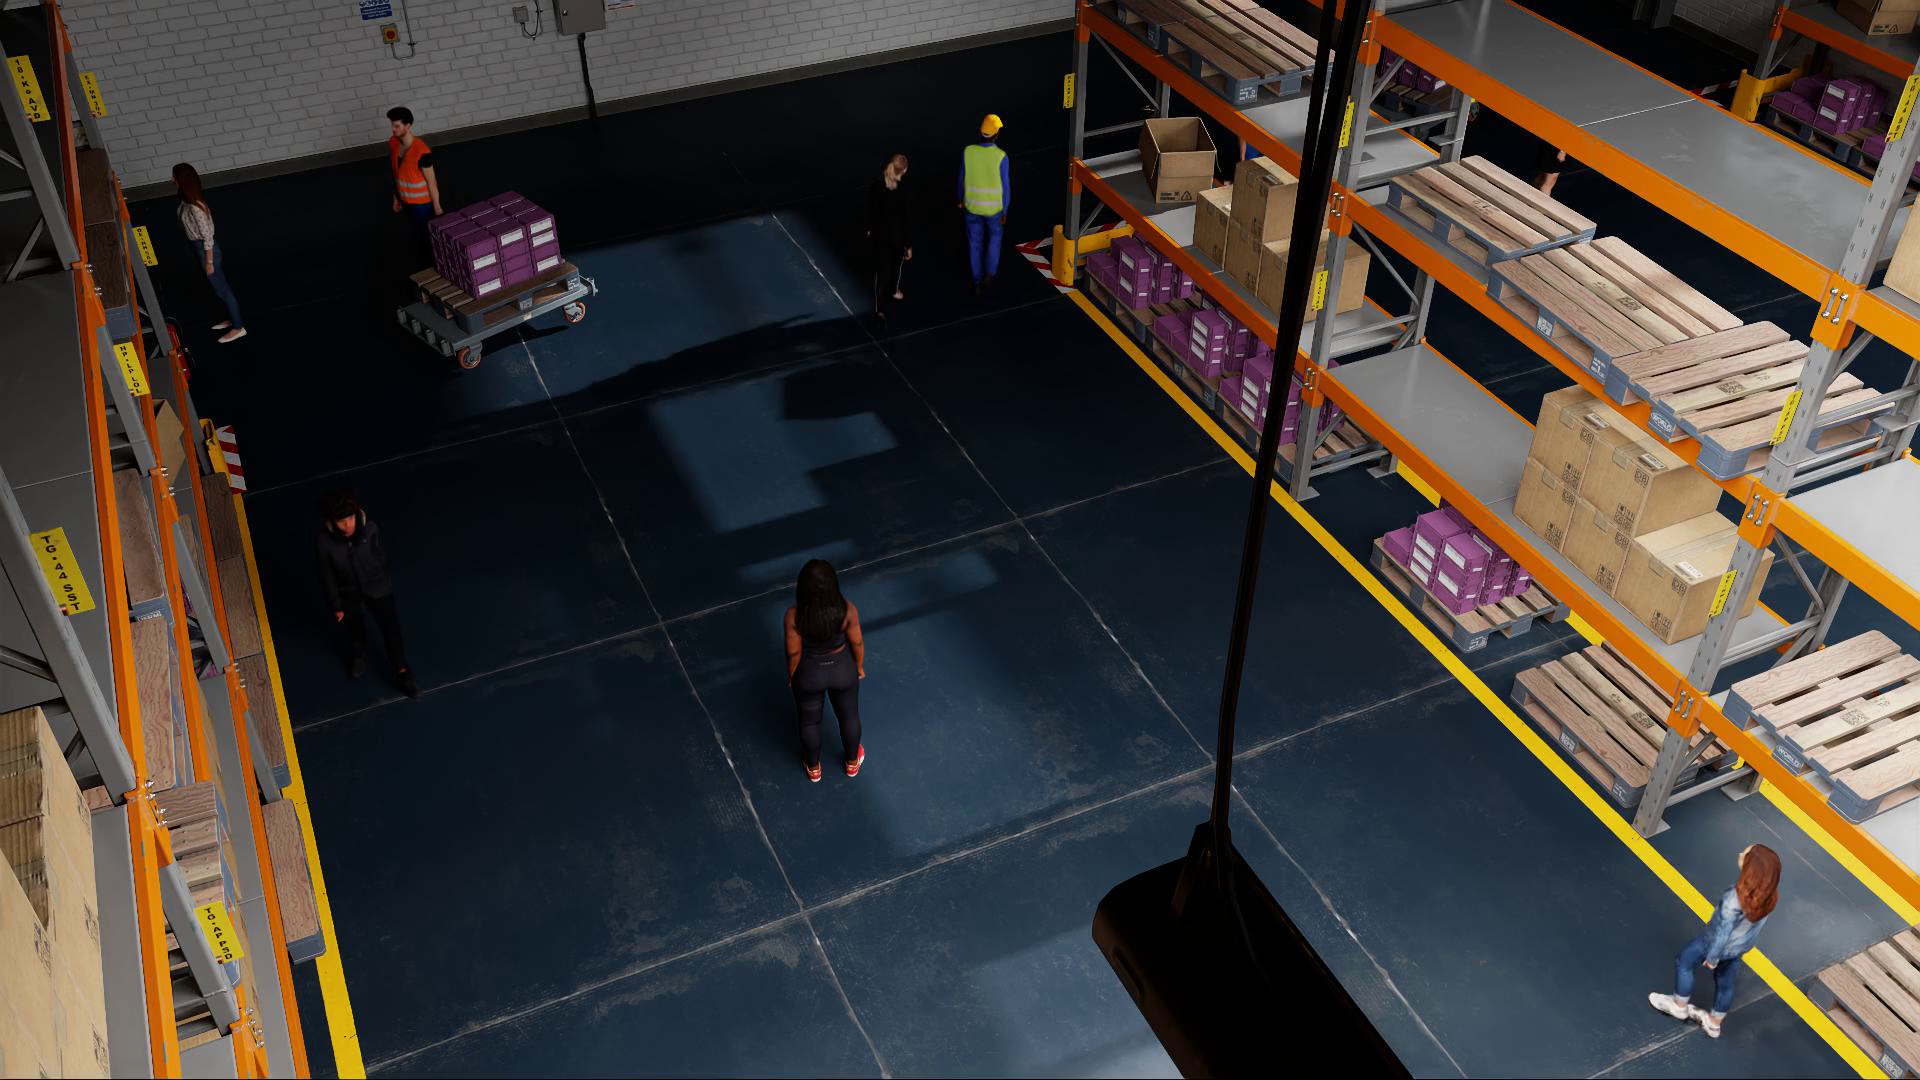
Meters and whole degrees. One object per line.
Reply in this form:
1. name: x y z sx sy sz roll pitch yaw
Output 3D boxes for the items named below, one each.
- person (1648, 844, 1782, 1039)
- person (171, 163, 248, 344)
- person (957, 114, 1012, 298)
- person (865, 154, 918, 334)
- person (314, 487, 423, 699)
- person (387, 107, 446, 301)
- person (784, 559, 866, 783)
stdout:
1. person: 4.340 2.274 9.263 0.583 1.462 0.621 -19 42 -22
2. person: -6.880 -2.644 15.209 0.654 1.729 0.468 -20 43 -23
3. person: 0.216 -3.120 15.751 0.802 1.795 0.824 2 39 2
4. person: -0.661 -2.694 15.332 1.057 1.652 1.151 8 39 10
5. person: -4.184 0.295 11.528 0.713 1.729 0.978 -21 43 -25
6. person: -5.112 -3.287 15.910 1.202 1.858 1.061 28 46 30
7. person: -0.873 0.850 10.763 0.730 1.816 0.709 -5 39 -6
